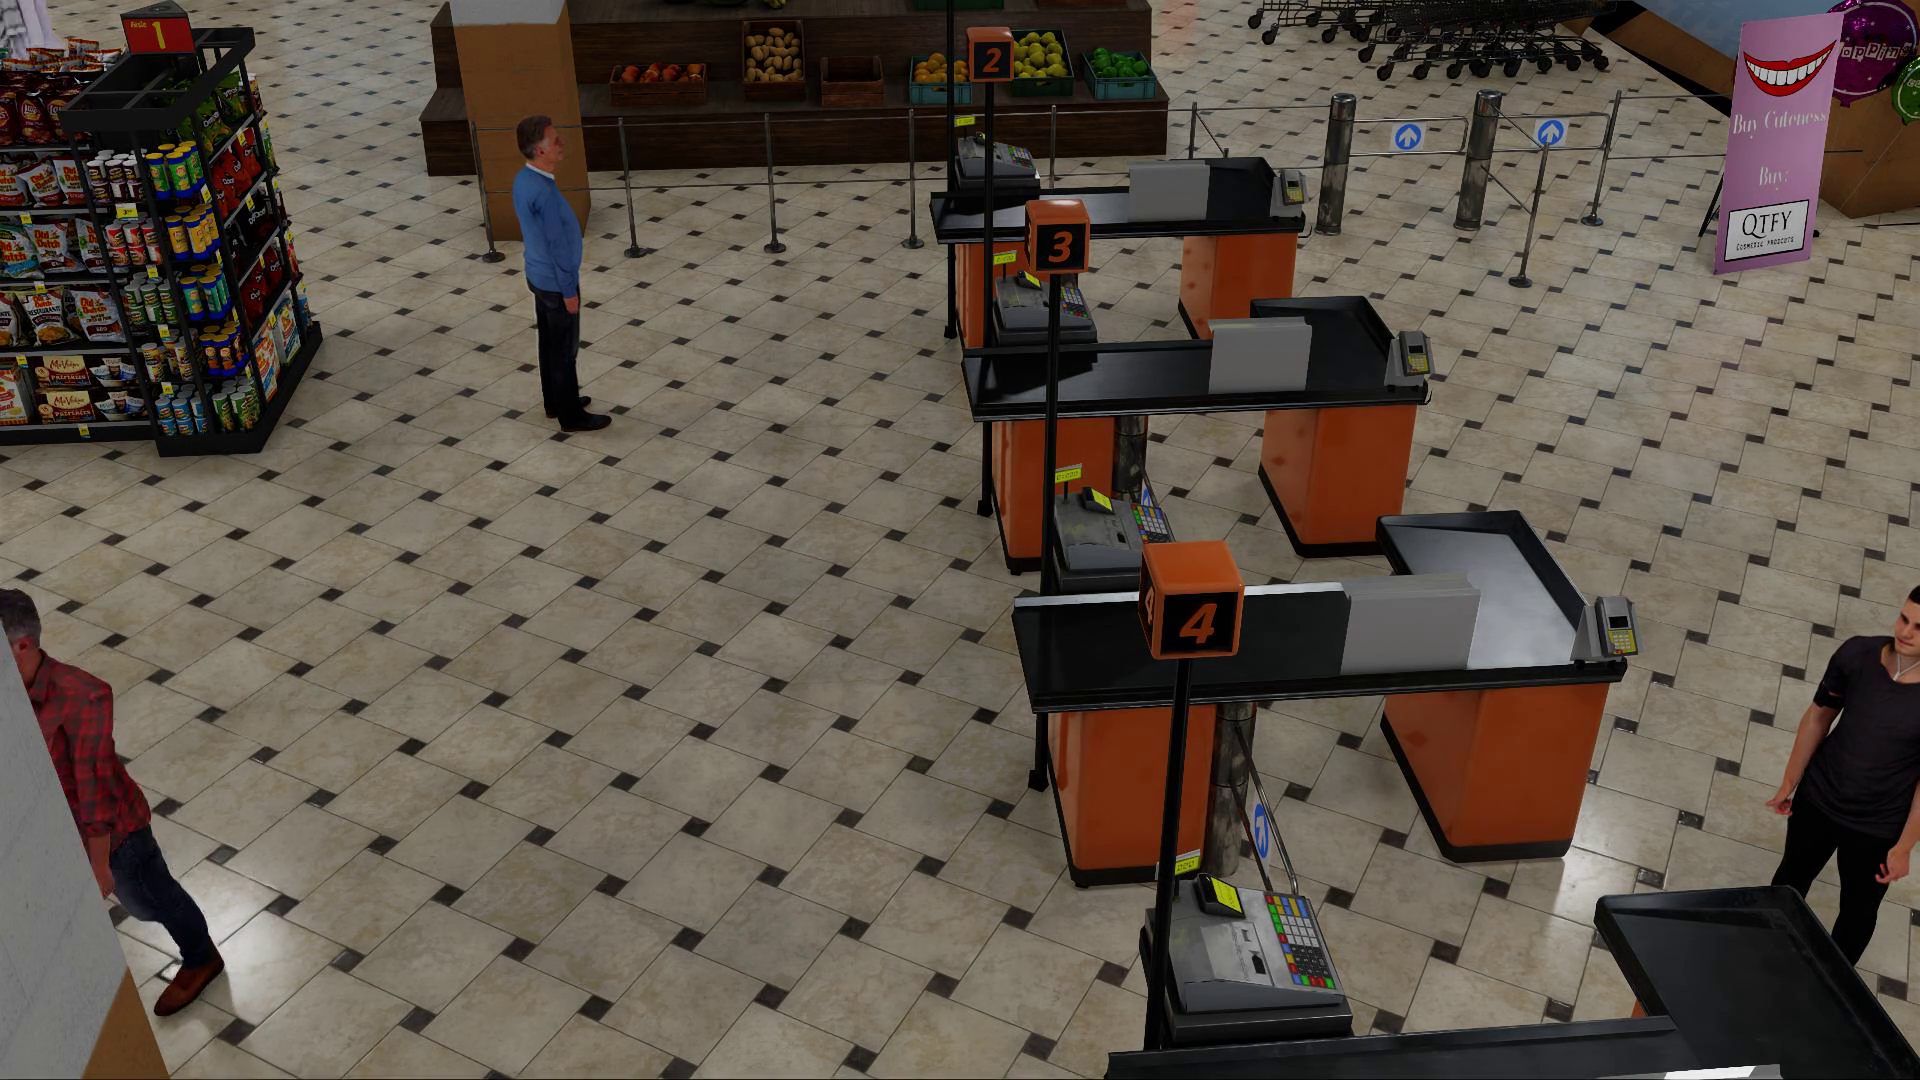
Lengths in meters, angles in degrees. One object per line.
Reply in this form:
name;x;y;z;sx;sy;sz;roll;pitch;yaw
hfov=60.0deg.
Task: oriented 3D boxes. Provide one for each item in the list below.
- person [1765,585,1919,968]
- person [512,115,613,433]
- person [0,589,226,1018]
person;3.003;0.888;5.564;0.726;1.764;0.719;-21;38;-30
person;-2.289;-1.491;9.336;0.711;1.818;0.740;-16;35;-24
person;-2.816;0.888;5.525;1.081;1.804;1.056;14;34;21
